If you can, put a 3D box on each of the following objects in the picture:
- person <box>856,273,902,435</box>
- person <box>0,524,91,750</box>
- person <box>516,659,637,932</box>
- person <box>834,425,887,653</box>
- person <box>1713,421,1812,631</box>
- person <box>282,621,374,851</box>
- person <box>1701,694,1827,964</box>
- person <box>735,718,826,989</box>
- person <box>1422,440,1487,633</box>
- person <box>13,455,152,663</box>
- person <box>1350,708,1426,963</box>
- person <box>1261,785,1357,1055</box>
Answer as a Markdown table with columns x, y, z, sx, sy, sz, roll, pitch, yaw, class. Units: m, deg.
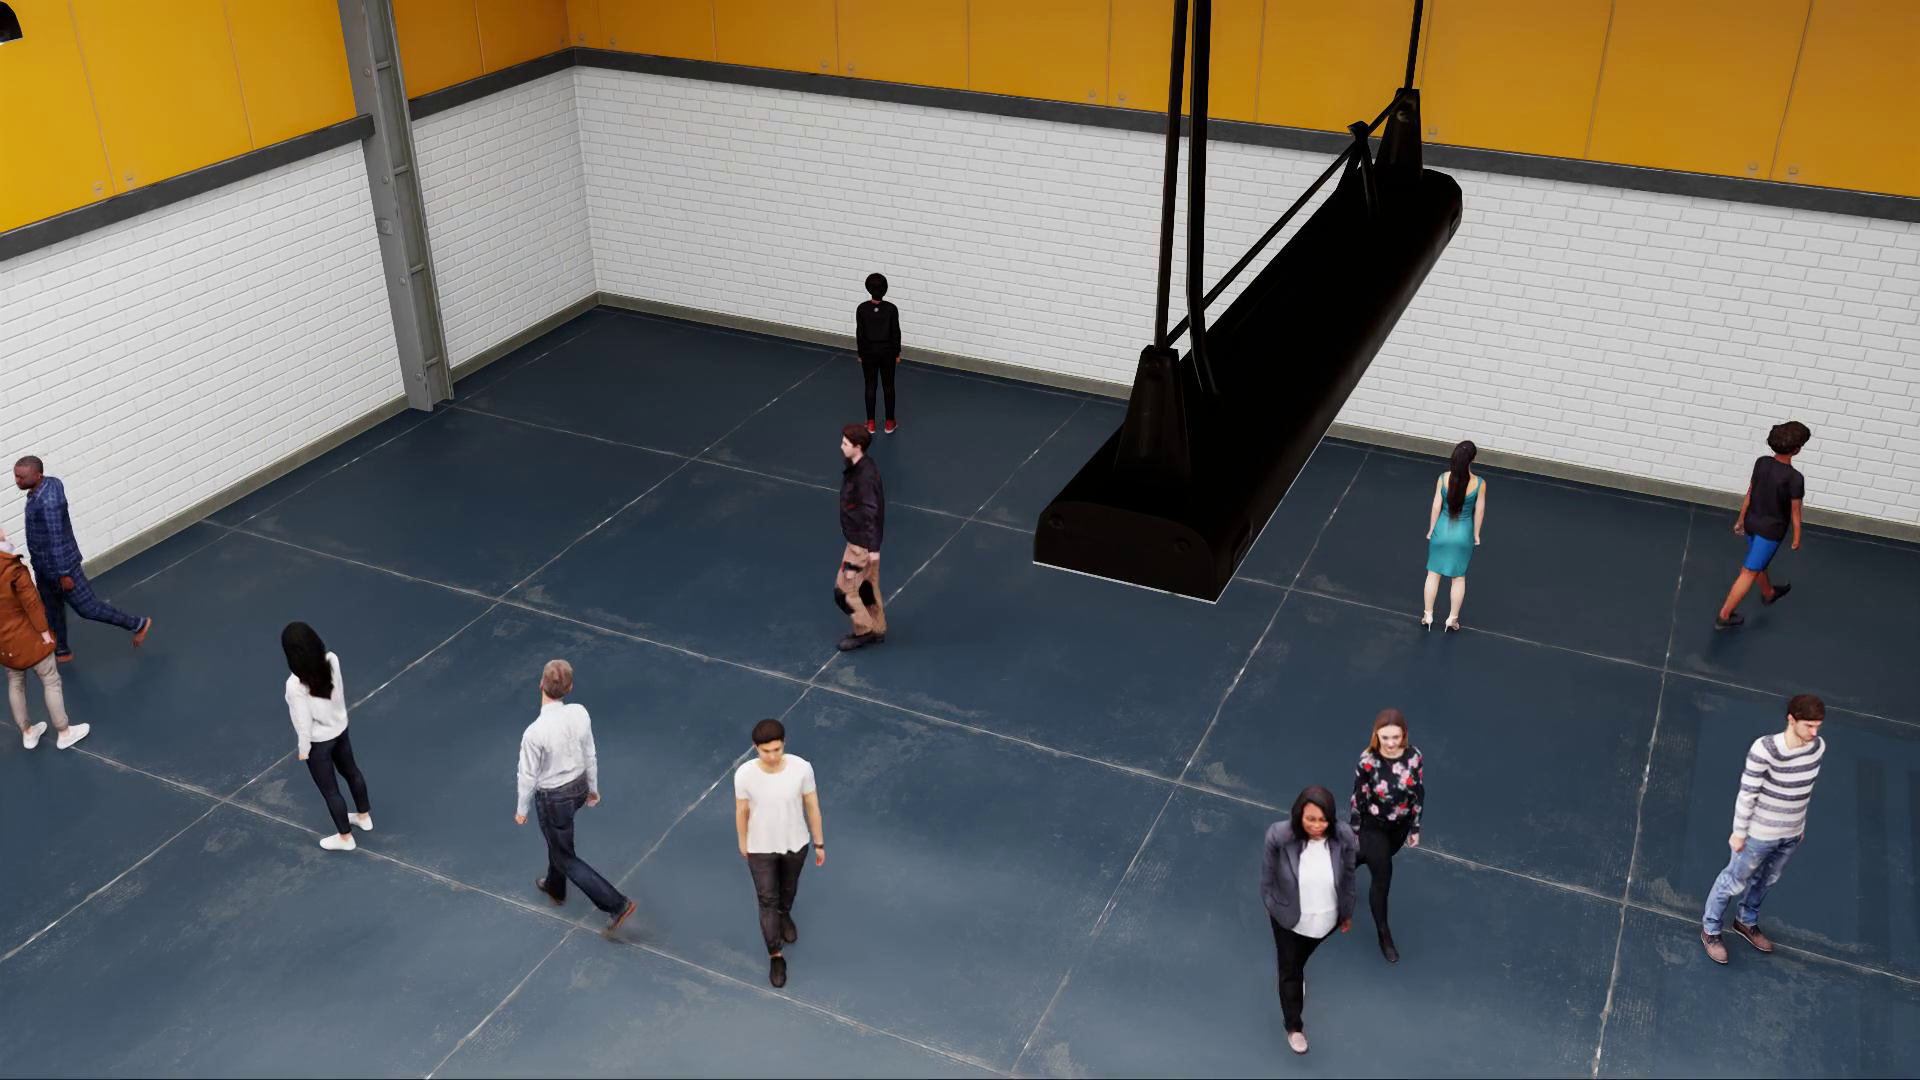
| x | y | z | sx | sy | sz | roll | pitch | yaw | class |
| --- | --- | --- | --- | --- | --- | --- | --- | --- | --- |
| -0.810 | -1.863 | 16.566 | 0.678 | 1.675 | 0.675 | 0 | 29 | -1 | person |
| -6.672 | 0.665 | 11.763 | 0.805 | 1.836 | 0.812 | 3 | 29 | 5 | person |
| -2.364 | 1.603 | 10.111 | 0.820 | 1.771 | 1.092 | 15 | 32 | 25 | person |
| -0.672 | -0.013 | 12.924 | 0.911 | 1.914 | 0.833 | -7 | 29 | -12 | person |
| 6.336 | -0.067 | 13.202 | 1.153 | 1.743 | 1.090 | -11 | 30 | -19 | person |
| -4.126 | 1.260 | 10.814 | 0.698 | 1.700 | 0.514 | 8 | 30 | 15 | person |
| 4.806 | 1.684 | 9.881 | 0.715 | 1.849 | 0.752 | -7 | 29 | -13 | person |
| -1.094 | 1.732 | 9.952 | 0.976 | 1.696 | 1.076 | -7 | 29 | -13 | person |
| 3.908 | -0.030 | 13.193 | 0.577 | 1.687 | 0.508 | 9 | 30 | 17 | person |
| -6.803 | 0.156 | 12.745 | 1.200 | 1.789 | 1.059 | -15 | 32 | -25 | person |
| 2.548 | 1.675 | 10.107 | 0.995 | 1.648 | 1.118 | -8 | 30 | -14 | person |
| 1.975 | 2.057 | 9.505 | 0.995 | 1.555 | 1.156 | -3 | 29 | -6 | person |
